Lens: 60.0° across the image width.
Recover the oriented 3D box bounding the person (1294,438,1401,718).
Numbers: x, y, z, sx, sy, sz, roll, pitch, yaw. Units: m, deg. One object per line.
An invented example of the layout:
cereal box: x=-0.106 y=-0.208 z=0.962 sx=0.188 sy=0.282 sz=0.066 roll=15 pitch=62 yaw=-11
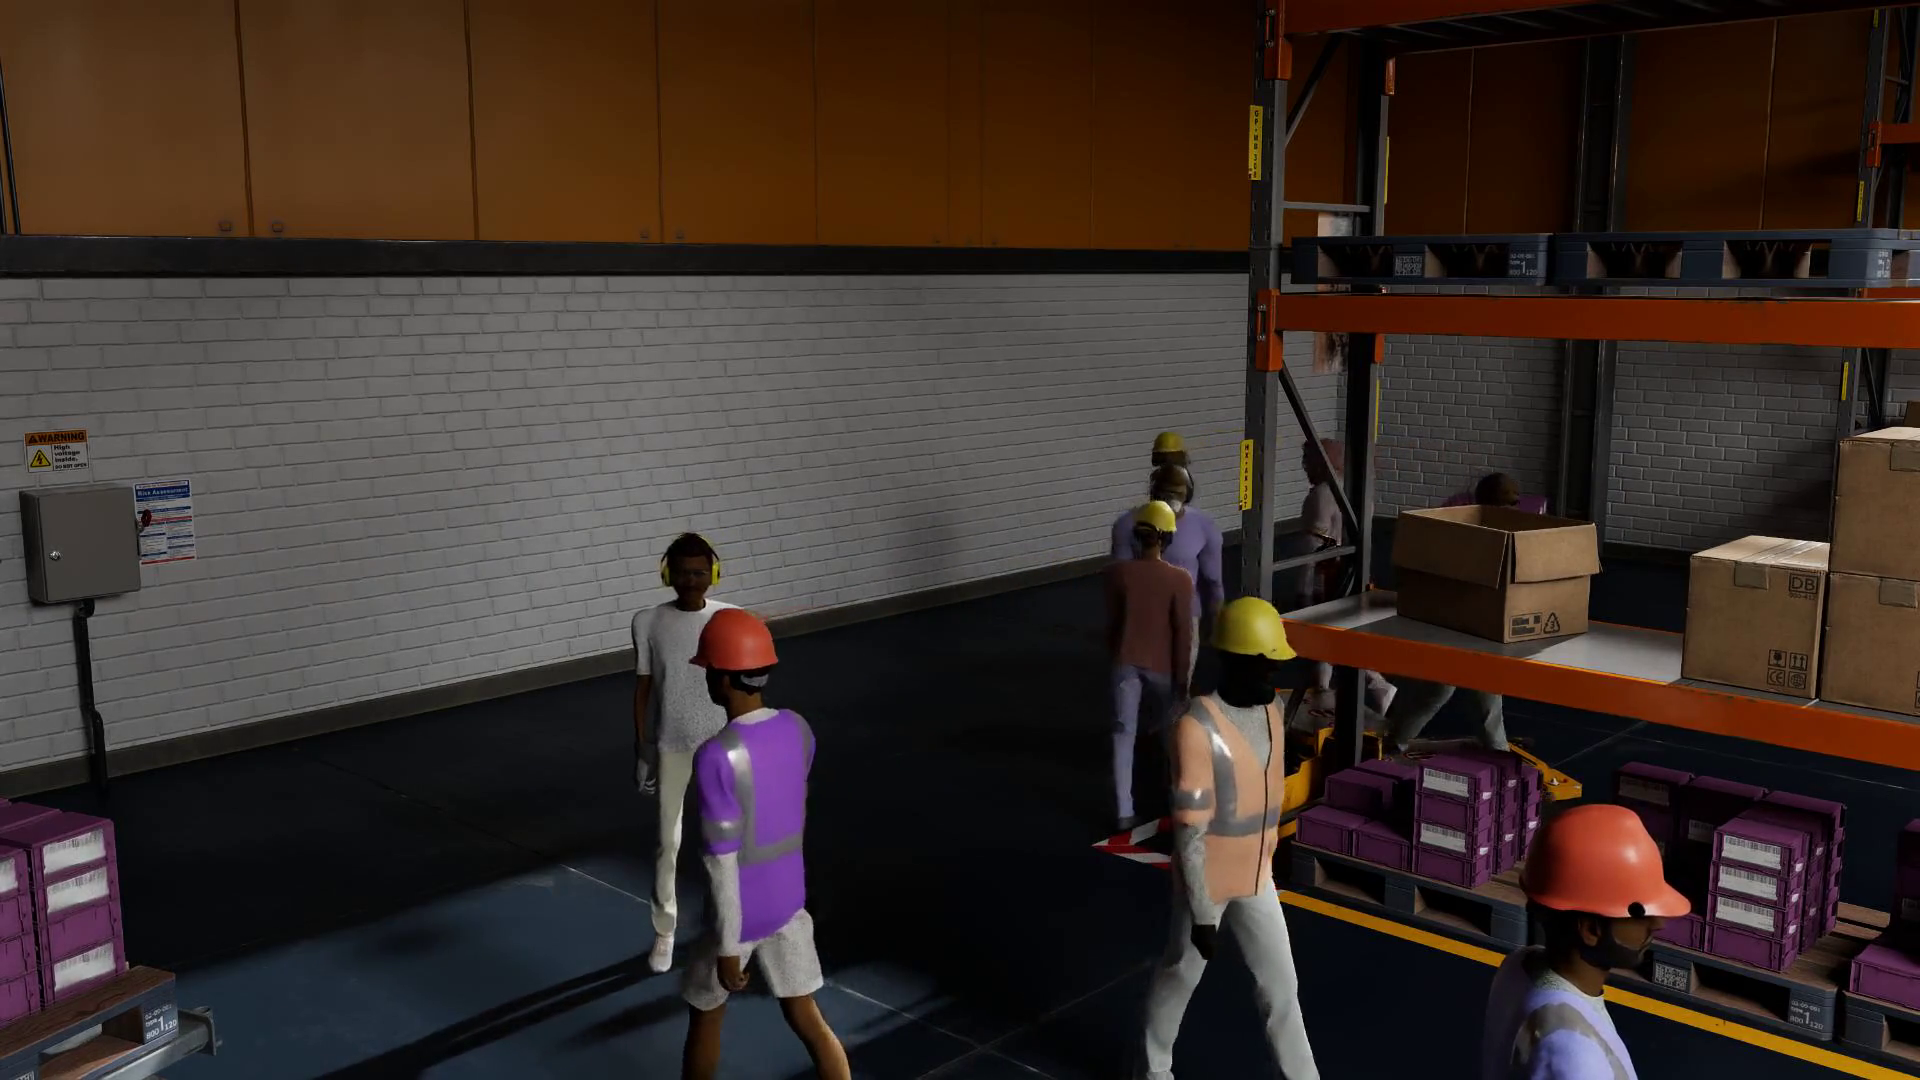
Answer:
person: x=2.478 y=0.287 z=10.691 sx=0.756 sy=1.873 sz=0.702 roll=6 pitch=11 yaw=33

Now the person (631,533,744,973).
person: x=-1.126 y=0.888 z=7.016 sx=0.499 sy=1.866 sz=0.331 roll=-1 pitch=9 yaw=-9

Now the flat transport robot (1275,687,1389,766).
flat transport robot: x=2.222 y=1.144 z=10.311 sx=0.652 sy=0.197 sz=1.431 roll=-2 pitch=9 yaw=-10

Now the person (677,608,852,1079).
person: x=-0.649 y=1.152 z=5.349 sx=1.014 sy=1.893 sz=0.558 roll=6 pitch=11 yaw=35

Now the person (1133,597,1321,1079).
person: x=0.947 y=1.119 z=5.545 sx=0.613 sy=1.872 sz=0.972 roll=-9 pitch=13 yaw=-43

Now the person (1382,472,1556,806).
person: x=2.757 y=0.541 z=9.130 sx=0.998 sy=1.883 sz=0.643 roll=6 pitch=11 yaw=34

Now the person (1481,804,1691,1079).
person: x=1.197 y=1.458 z=3.292 sx=0.358 sy=1.938 sz=0.542 roll=1 pitch=9 yaw=7

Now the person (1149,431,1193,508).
person: x=1.563 y=0.025 z=12.709 sx=0.355 sy=1.726 sz=0.501 roll=-5 pitch=11 yaw=-30

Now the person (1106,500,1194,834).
person: x=1.045 y=0.648 z=8.869 sx=0.537 sy=1.726 sz=0.846 roll=6 pitch=11 yaw=31

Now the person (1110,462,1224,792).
person: x=1.217 y=0.446 z=9.718 sx=0.644 sy=1.887 sz=0.936 roll=2 pitch=10 yaw=14

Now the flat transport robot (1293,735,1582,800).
flat transport robot: x=2.671 y=1.300 z=9.354 sx=1.431 sy=0.197 sz=0.652 roll=-2 pitch=9 yaw=-10
